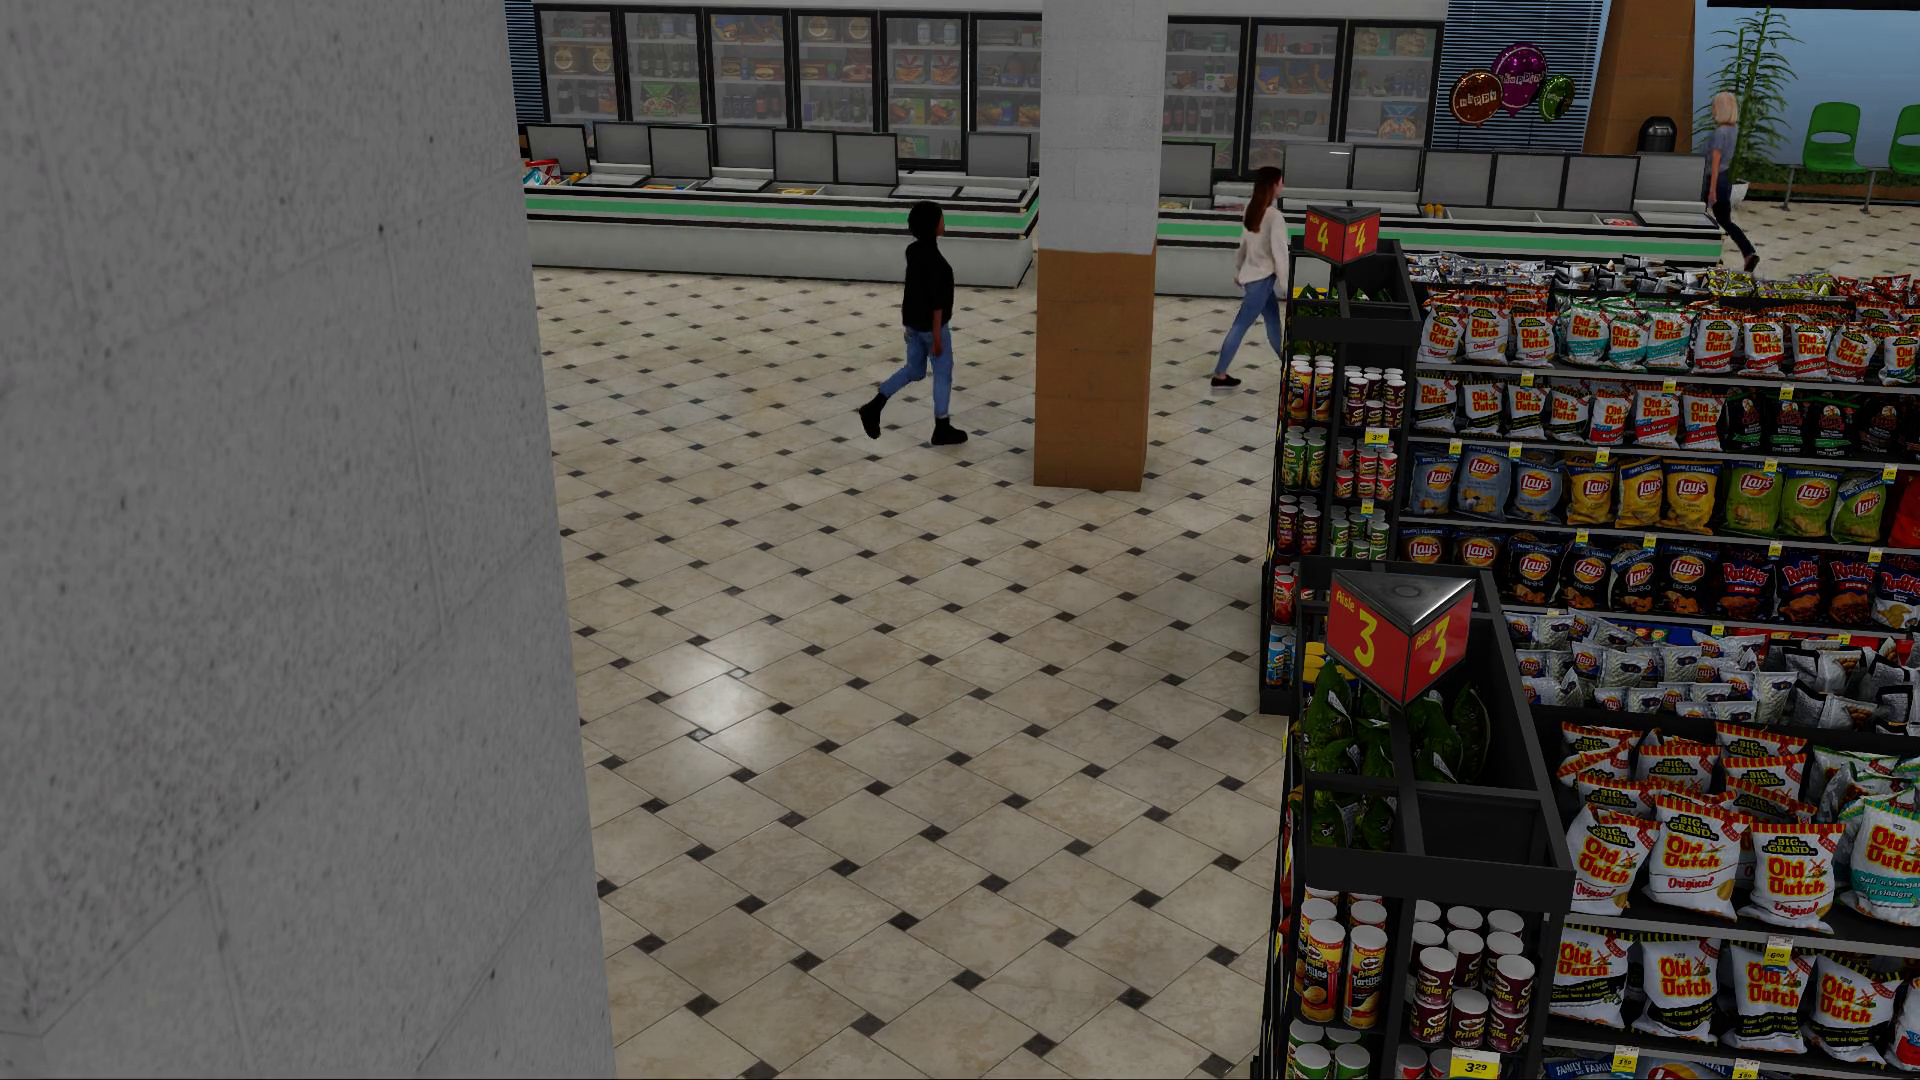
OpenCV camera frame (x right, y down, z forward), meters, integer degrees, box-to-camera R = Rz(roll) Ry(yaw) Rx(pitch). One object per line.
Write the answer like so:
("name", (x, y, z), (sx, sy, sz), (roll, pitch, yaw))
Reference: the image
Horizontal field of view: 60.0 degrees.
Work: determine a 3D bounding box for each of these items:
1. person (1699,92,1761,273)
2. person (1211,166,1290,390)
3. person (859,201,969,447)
("person", (7.034, -3.231, 15.302), (0.984, 1.680, 1.166), (-19, 30, -37))
("person", (2.128, -1.871, 12.240), (1.202, 1.644, 0.971), (-7, 24, -15))
("person", (-0.306, -1.387, 11.094), (1.055, 1.676, 0.947), (-13, 27, -27))
